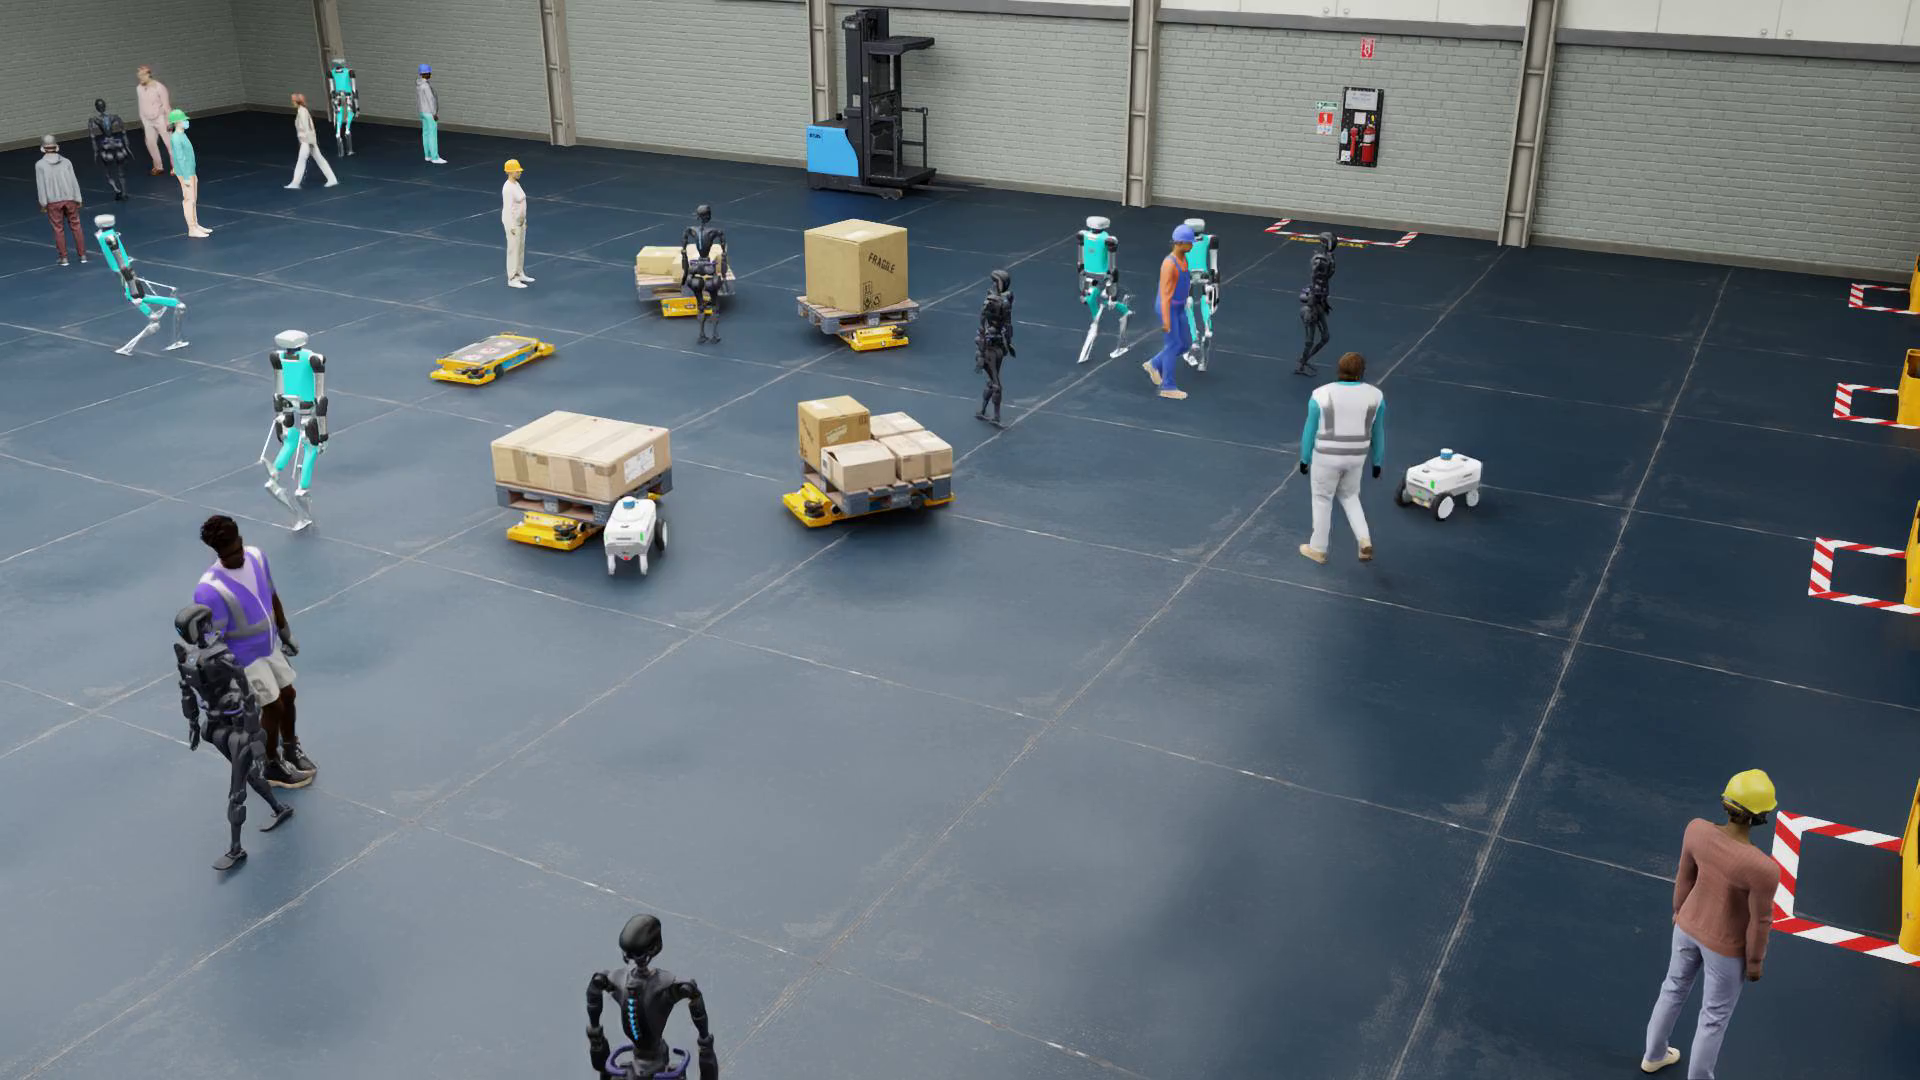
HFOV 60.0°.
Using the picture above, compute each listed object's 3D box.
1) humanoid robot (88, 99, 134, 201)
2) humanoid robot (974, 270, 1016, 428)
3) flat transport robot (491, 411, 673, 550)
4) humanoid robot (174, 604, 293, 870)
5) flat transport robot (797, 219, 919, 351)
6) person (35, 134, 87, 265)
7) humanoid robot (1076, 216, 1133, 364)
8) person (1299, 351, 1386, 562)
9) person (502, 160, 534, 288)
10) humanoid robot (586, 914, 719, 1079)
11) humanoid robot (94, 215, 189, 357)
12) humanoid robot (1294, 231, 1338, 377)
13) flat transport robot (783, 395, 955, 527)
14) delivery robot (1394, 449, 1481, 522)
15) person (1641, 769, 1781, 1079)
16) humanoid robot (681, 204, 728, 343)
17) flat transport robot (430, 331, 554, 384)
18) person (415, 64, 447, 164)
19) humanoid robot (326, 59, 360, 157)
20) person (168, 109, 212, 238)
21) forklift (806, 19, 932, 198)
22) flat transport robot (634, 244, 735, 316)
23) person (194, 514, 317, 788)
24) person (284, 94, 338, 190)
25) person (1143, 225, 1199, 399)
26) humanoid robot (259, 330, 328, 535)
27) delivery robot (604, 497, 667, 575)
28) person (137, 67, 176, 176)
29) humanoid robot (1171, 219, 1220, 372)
[{"bbox_3d":[-13.897,-6.397,27.277,0.608,1.632,0.447,-19,30,-37],"label":"humanoid robot"},{"bbox_3d":[0.373,-1.970,16.985,0.564,1.637,0.611,15,28,32],"label":"humanoid robot"},{"bbox_3d":[-3.339,-0.288,14.834,0.659,0.231,1.431,10,25,22],"label":"flat transport robot"},{"bbox_3d":[-4.343,1.105,9.842,0.602,1.624,0.728,11,25,23],"label":"humanoid robot"},{"bbox_3d":[-1.230,-2.595,20.204,0.659,0.231,1.431,-11,25,-23],"label":"flat transport robot"},{"bbox_3d":[-12.625,-4.777,23.337,0.545,1.806,0.379,-20,30,-38],"label":"person"},{"bbox_3d":[1.736,-2.884,19.056,0.556,1.757,0.937,18,29,36],"label":"humanoid robot"},{"bbox_3d":[3.152,-0.643,13.699,0.620,1.821,0.546,-5,24,-11],"label":"person"},{"bbox_3d":[-5.920,-4.219,22.182,0.335,1.690,0.470,2,23,4],"label":"person"},{"bbox_3d":[-1.285,2.283,7.091,0.594,1.631,0.711,4,24,9],"label":"humanoid robot"},{"bbox_3d":[-9.334,-2.917,19.116,1.046,1.712,0.540,-16,28,-33],"label":"humanoid robot"},{"bbox_3d":[3.956,-2.627,18.497,0.362,1.635,0.610,13,26,27],"label":"humanoid robot"},{"bbox_3d":[-0.807,-0.405,15.105,1.431,0.231,0.659,-11,26,-24],"label":"flat transport robot"},{"bbox_3d":[4.357,-0.535,15.016,0.756,0.571,0.499,-16,28,-32],"label":"delivery robot"},{"bbox_3d":[3.603,1.877,7.910,0.339,1.760,0.522,-10,25,-23],"label":"person"},{"bbox_3d":[-3.046,-3.157,19.726,0.595,1.643,0.320,3,23,8],"label":"humanoid robot"},{"bbox_3d":[-5.338,-2.082,19.010,0.659,0.231,1.431,9,25,20],"label":"flat transport robot"},{"bbox_3d":[-9.703,-7.784,30.376,0.359,1.777,0.541,-17,28,-34],"label":"person"},{"bbox_3d":[-11.485,-7.939,30.917,0.537,1.888,0.715,0,23,1],"label":"humanoid robot"},{"bbox_3d":[-11.556,-5.484,24.891,0.350,1.879,0.512,-5,24,-12],"label":"person"},{"bbox_3d":[-1.573,-7.292,27.850,1.873,2.768,1.129,12,26,25],"label":"forklift"},{"bbox_3d":[-3.563,-3.169,21.540,0.659,0.231,1.431,-6,24,-13],"label":"flat transport robot"},{"bbox_3d":[-4.432,0.697,10.432,0.434,1.920,0.639,4,24,9],"label":"person"},{"bbox_3d":[-11.102,-6.768,28.235,0.879,1.584,0.529,-8,24,-17],"label":"person"},{"bbox_3d":[2.255,-2.449,17.815,0.504,1.885,0.575,13,27,28],"label":"person"},{"bbox_3d":[-5.778,-0.830,14.339,0.543,1.849,0.795,8,25,18],"label":"humanoid robot"},{"bbox_3d":[-2.760,-0.068,13.983,0.499,0.614,0.815,-1,23,-1],"label":"delivery robot"},{"bbox_3d":[-14.123,-7.340,29.206,0.639,1.890,0.461,8,24,18],"label":"person"},{"bbox_3d":[2.627,-2.628,18.407,0.567,1.733,0.947,-1,23,-3],"label":"humanoid robot"}]
